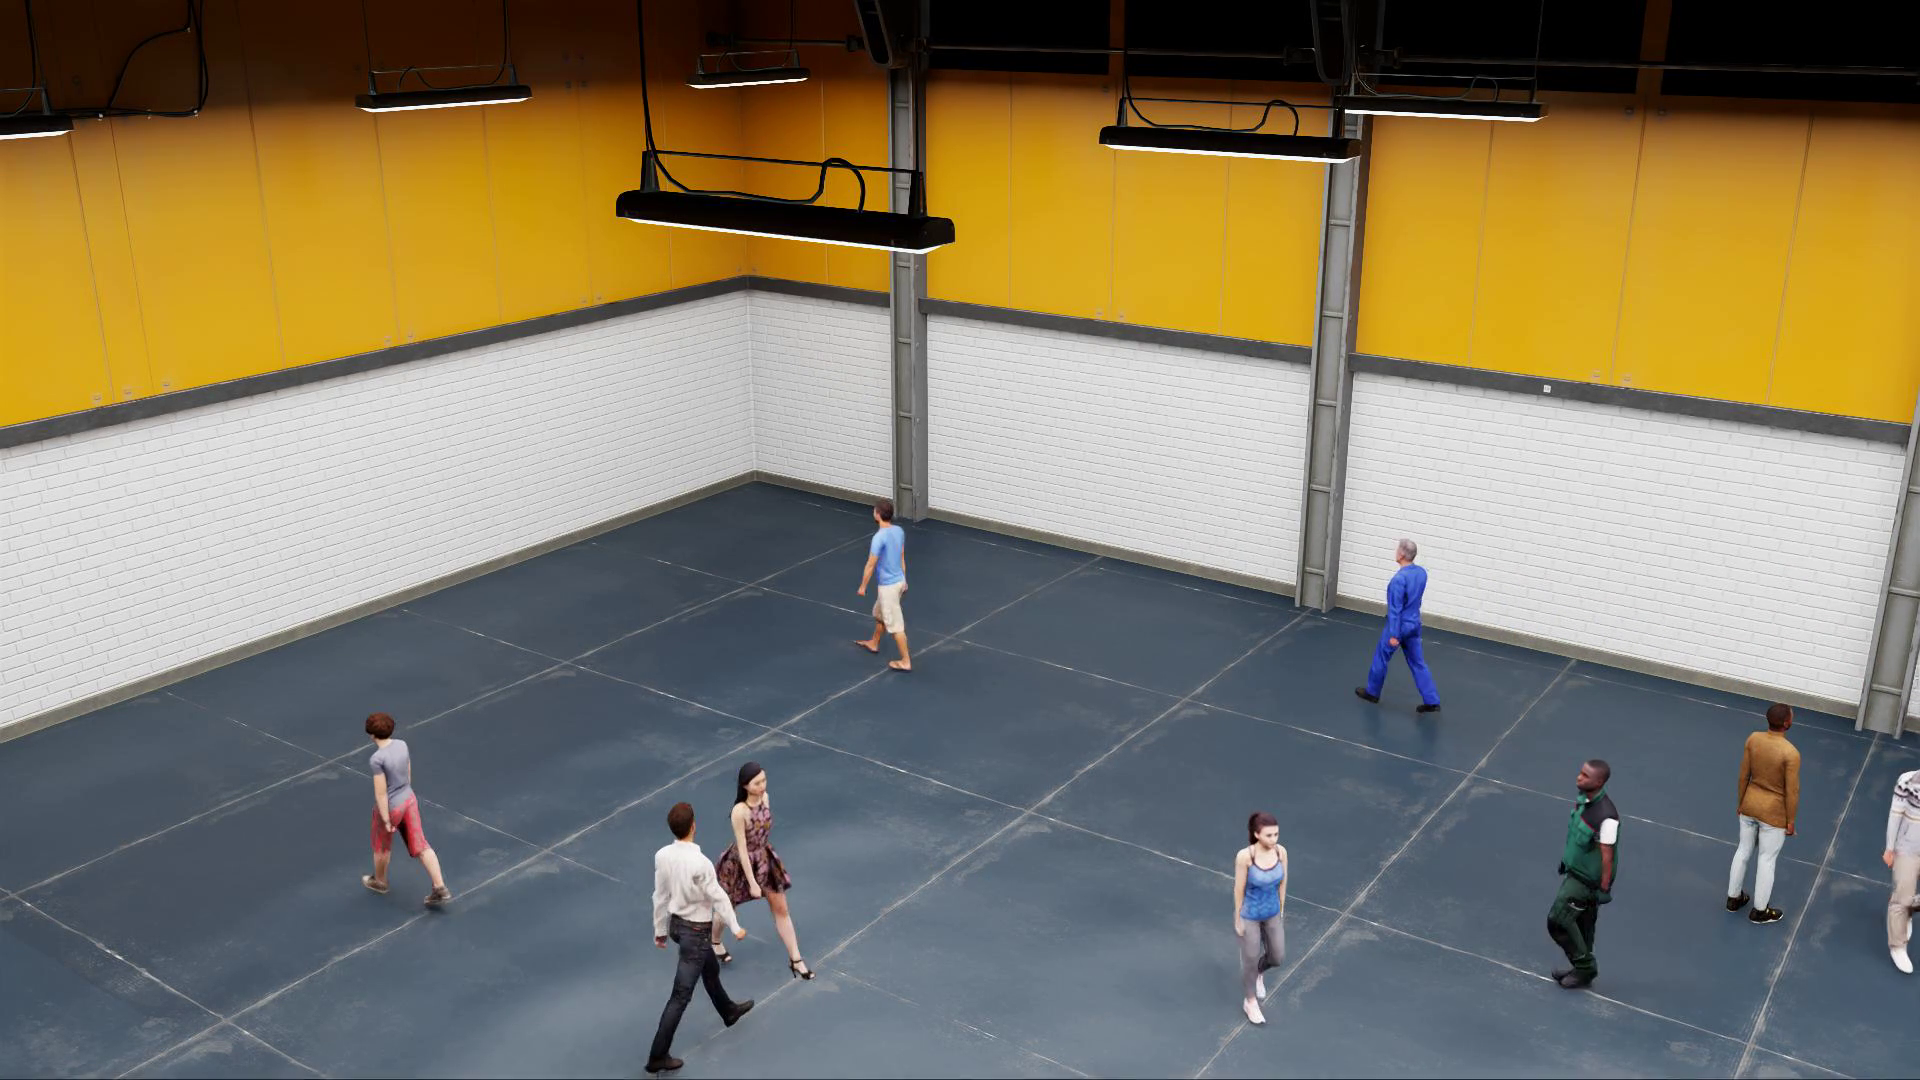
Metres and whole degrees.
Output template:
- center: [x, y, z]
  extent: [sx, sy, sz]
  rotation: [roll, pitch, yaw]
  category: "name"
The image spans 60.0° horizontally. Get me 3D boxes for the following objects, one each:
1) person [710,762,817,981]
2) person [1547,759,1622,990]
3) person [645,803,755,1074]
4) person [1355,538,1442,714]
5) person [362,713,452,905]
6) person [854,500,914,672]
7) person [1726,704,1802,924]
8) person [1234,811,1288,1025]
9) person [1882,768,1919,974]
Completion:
- center: [-1.609, 2.434, 12.209]
  extent: [1.177, 1.712, 0.679]
  rotation: [11, 21, 29]
  category: "person"
- center: [4.626, 2.424, 12.057]
  extent: [0.860, 1.828, 0.822]
  rotation: [2, 19, 5]
  category: "person"
- center: [-1.877, 2.720, 11.198]
  extent: [1.224, 1.814, 0.869]
  rotation: [17, 25, 40]
  category: "person"
- center: [4.511, 0.914, 16.609]
  extent: [0.964, 1.784, 1.283]
  rotation: [-15, 24, -37]
  category: "person"
- center: [-4.394, 2.156, 13.175]
  extent: [1.149, 1.623, 0.601]
  rotation: [11, 22, 30]
  category: "person"
- center: [-0.668, 0.513, 17.731]
  extent: [1.106, 1.828, 0.718]
  rotation: [9, 21, 25]
  category: "person"
- center: [6.287, 2.114, 12.994]
  extent: [0.767, 1.816, 0.626]
  rotation: [-11, 21, -29]
  category: "person"
- center: [2.082, 2.632, 11.796]
  extent: [0.742, 1.600, 0.809]
  rotation: [-5, 19, -15]
  category: "person"
- center: [7.186, 2.284, 12.459]
  extent: [0.965, 1.835, 0.982]
  rotation: [2, 19, 7]
  category: "person"
